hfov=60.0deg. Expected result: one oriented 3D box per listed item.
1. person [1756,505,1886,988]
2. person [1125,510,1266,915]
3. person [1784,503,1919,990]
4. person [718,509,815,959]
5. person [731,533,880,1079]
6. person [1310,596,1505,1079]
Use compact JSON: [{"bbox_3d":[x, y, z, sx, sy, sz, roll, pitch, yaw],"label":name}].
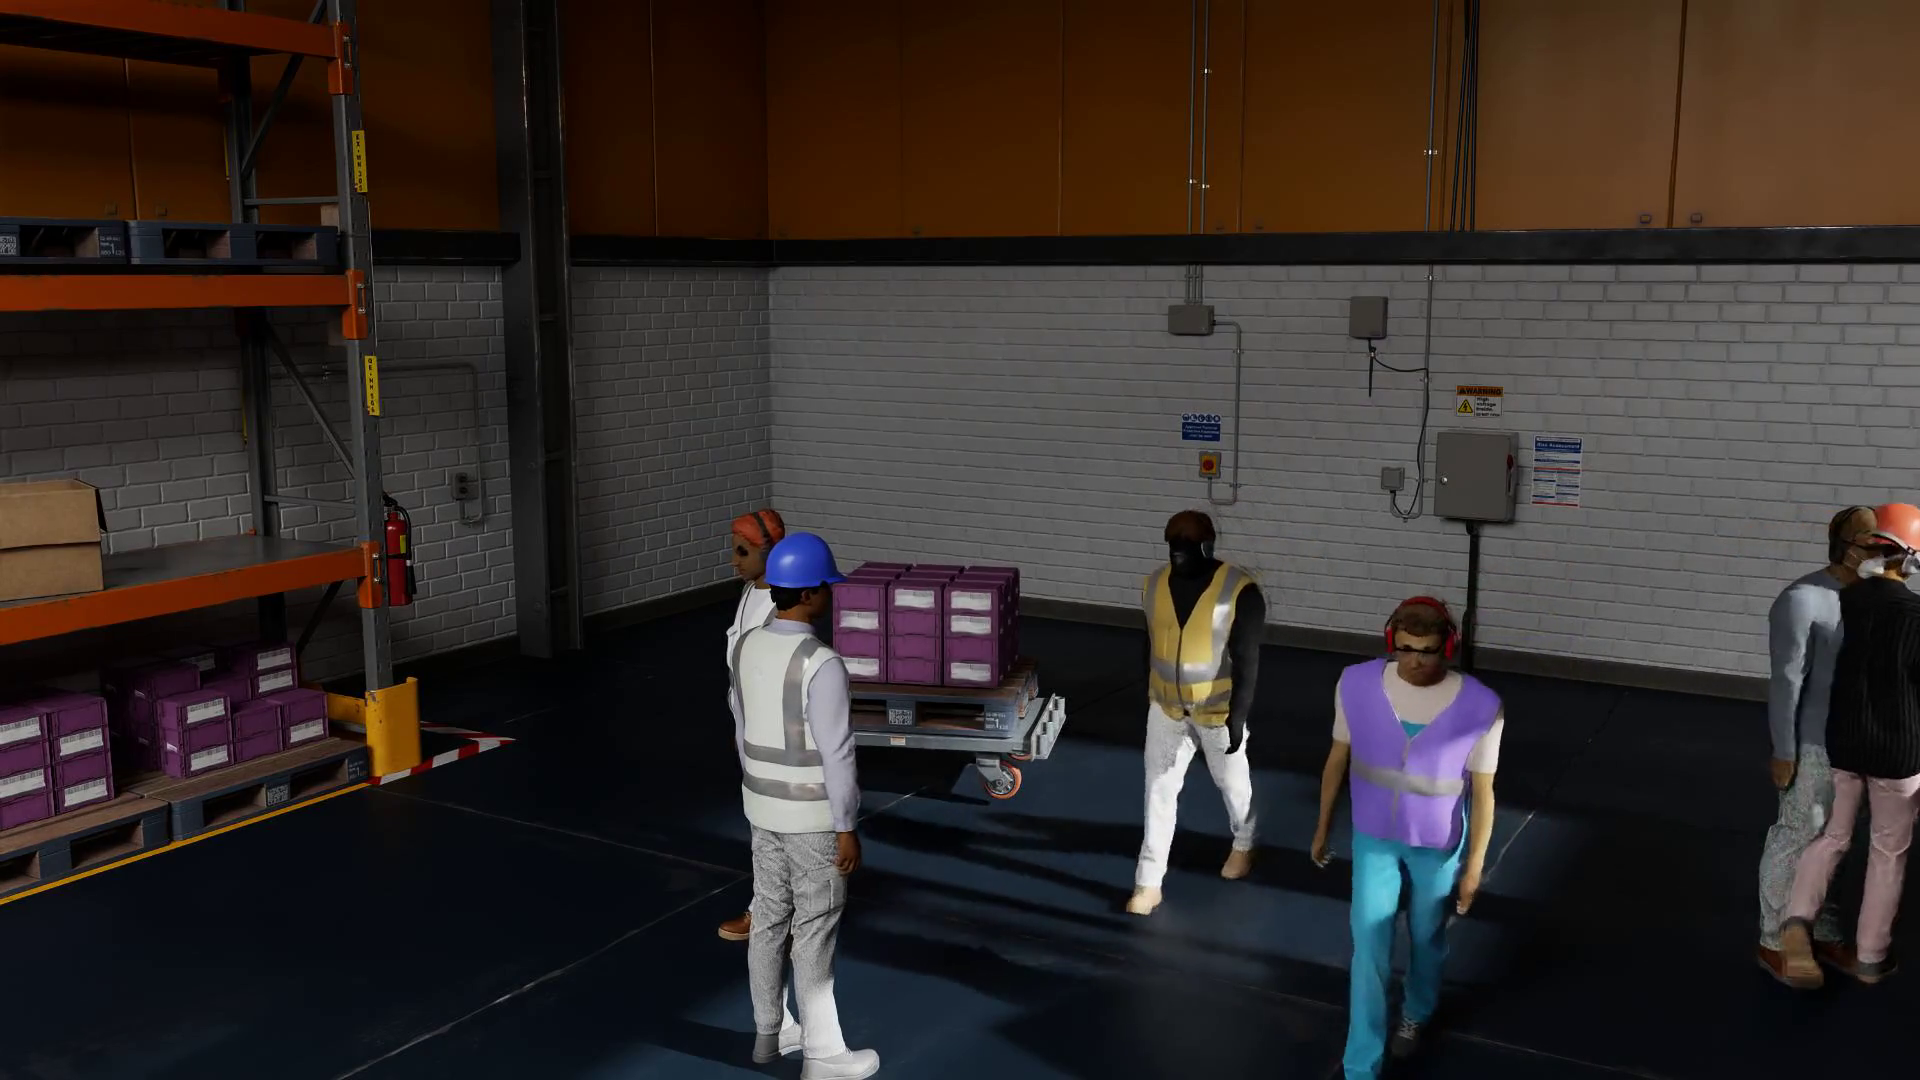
[{"bbox_3d":[3.494,0.813,6.667,0.635,1.936,0.355,-4,10,-21],"label":"person"},{"bbox_3d":[1.108,0.743,7.579,0.626,1.800,0.950,6,11,32],"label":"person"},{"bbox_3d":[3.525,0.835,6.493,0.627,1.959,0.736,9,12,43],"label":"person"},{"bbox_3d":[-0.791,0.802,6.897,0.355,1.887,0.574,-5,10,-29],"label":"person"},{"bbox_3d":[-0.559,0.941,5.839,0.384,1.948,0.605,-8,12,-41],"label":"person"},{"bbox_3d":[1.516,1.047,5.725,0.626,1.775,1.013,4,10,22],"label":"person"}]
